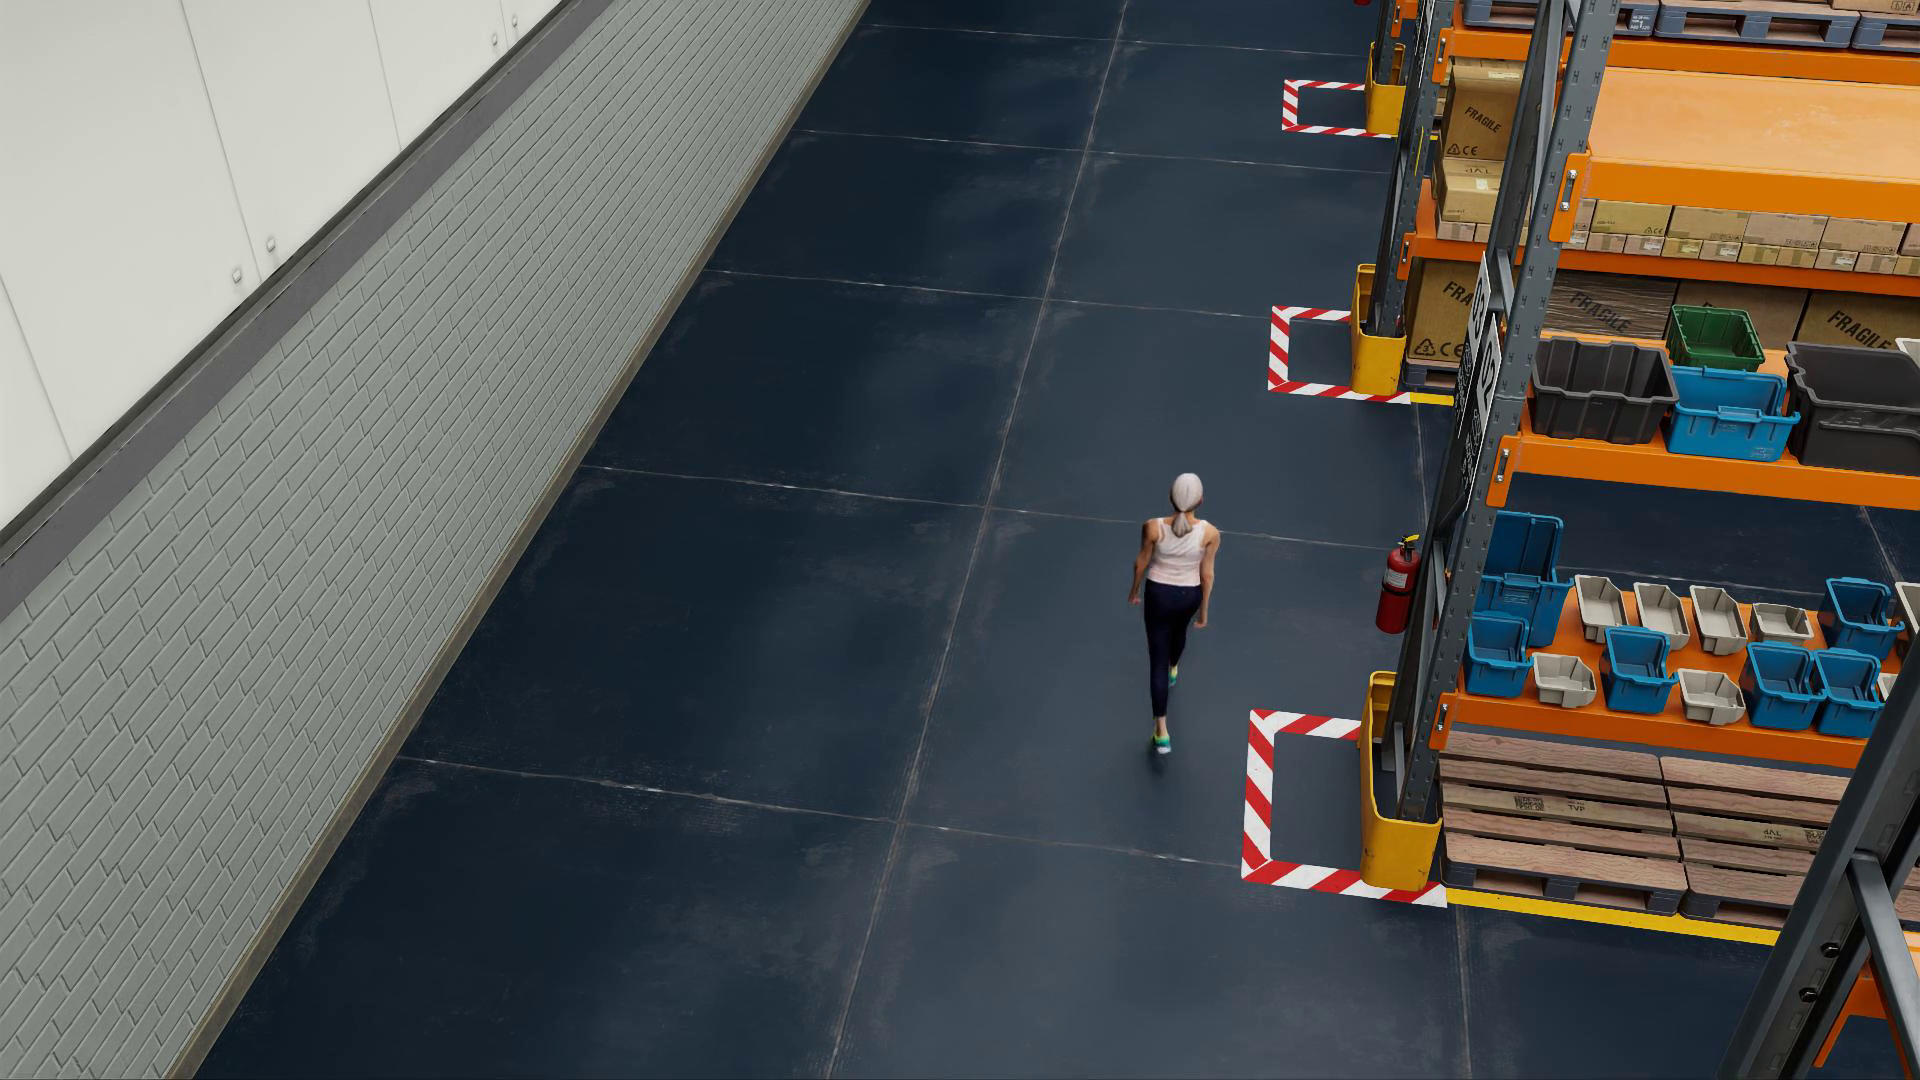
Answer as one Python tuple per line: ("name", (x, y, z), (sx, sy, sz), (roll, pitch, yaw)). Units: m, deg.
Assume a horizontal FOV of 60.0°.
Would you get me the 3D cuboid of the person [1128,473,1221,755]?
("person", (1.180, 0.428, 9.308), (1.134, 1.656, 0.775), (2, 37, 2))
